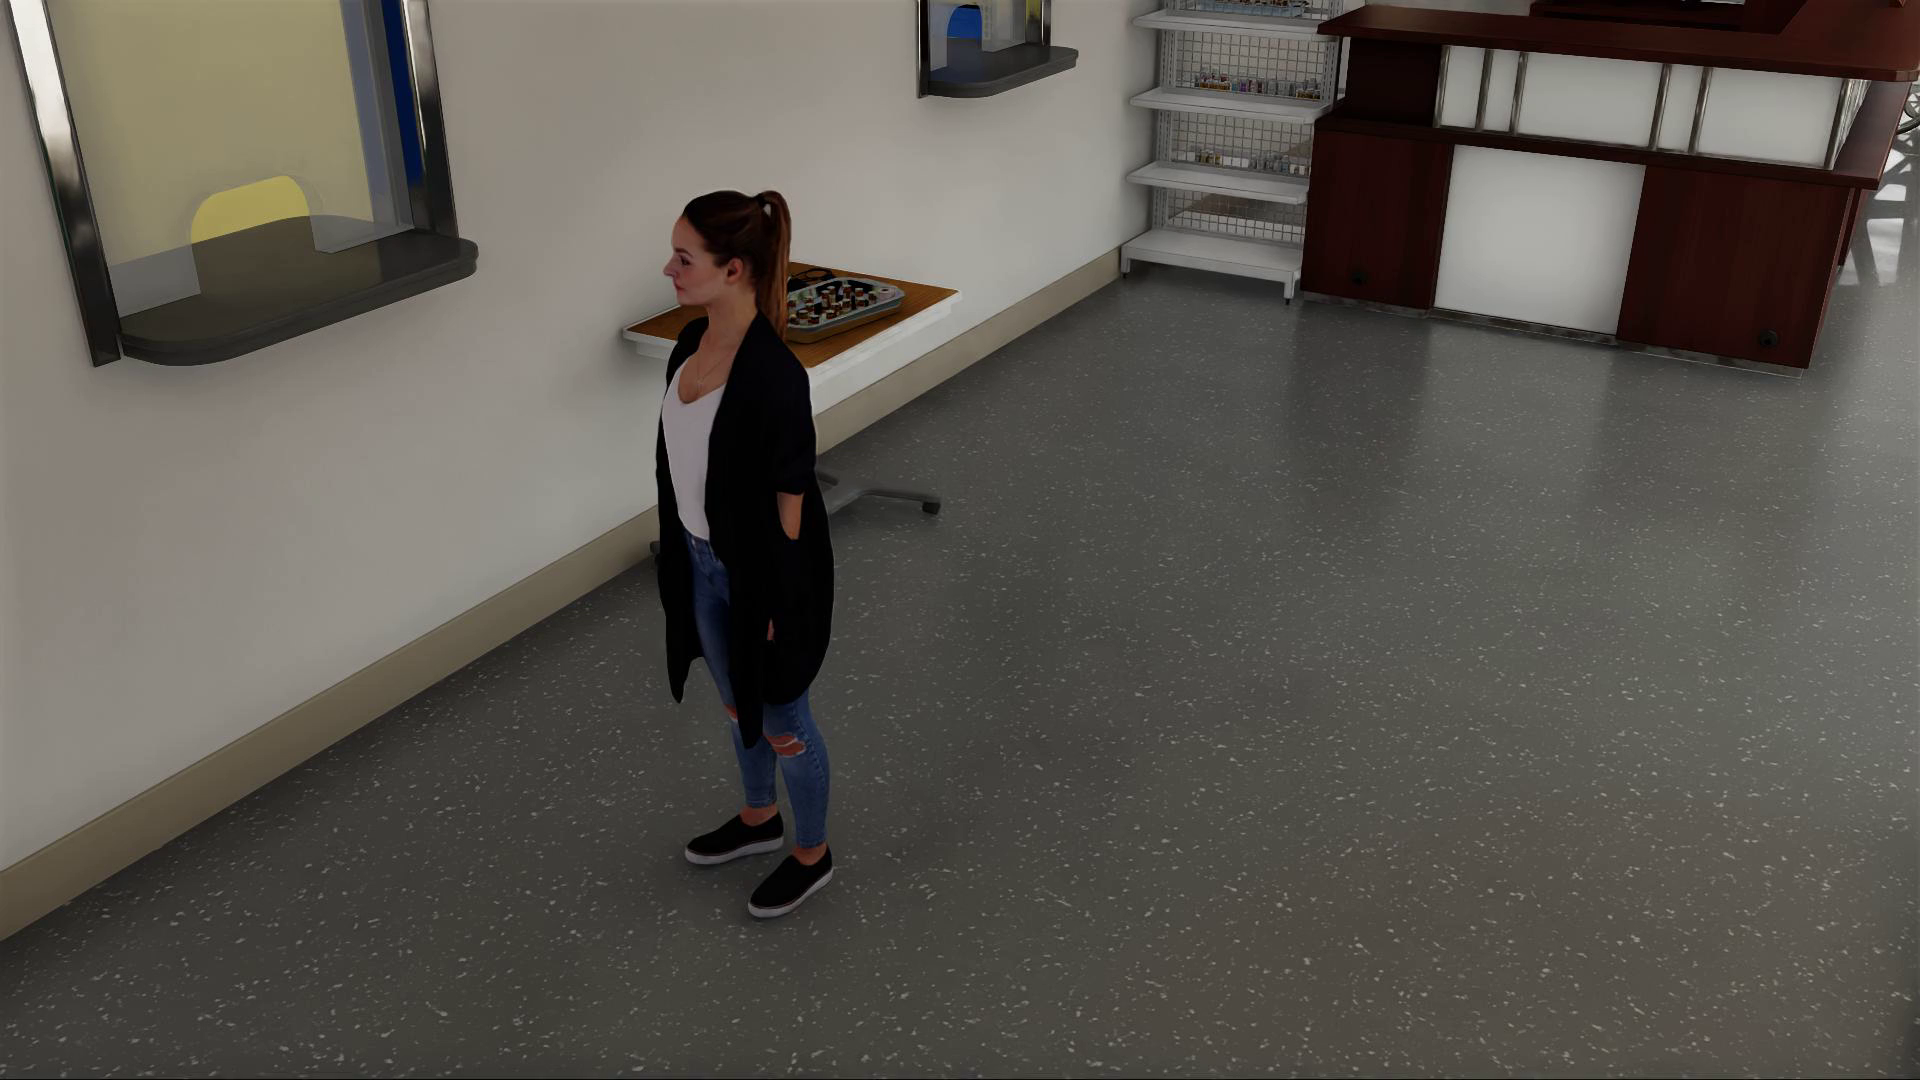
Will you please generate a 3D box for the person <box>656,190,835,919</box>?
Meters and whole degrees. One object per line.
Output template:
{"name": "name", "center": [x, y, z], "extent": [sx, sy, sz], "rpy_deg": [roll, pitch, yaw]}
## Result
{"name": "person", "center": [-0.454, 0.059, 3.659], "extent": [0.767, 1.683, 0.631], "rpy_deg": [-19, 32, -34]}
